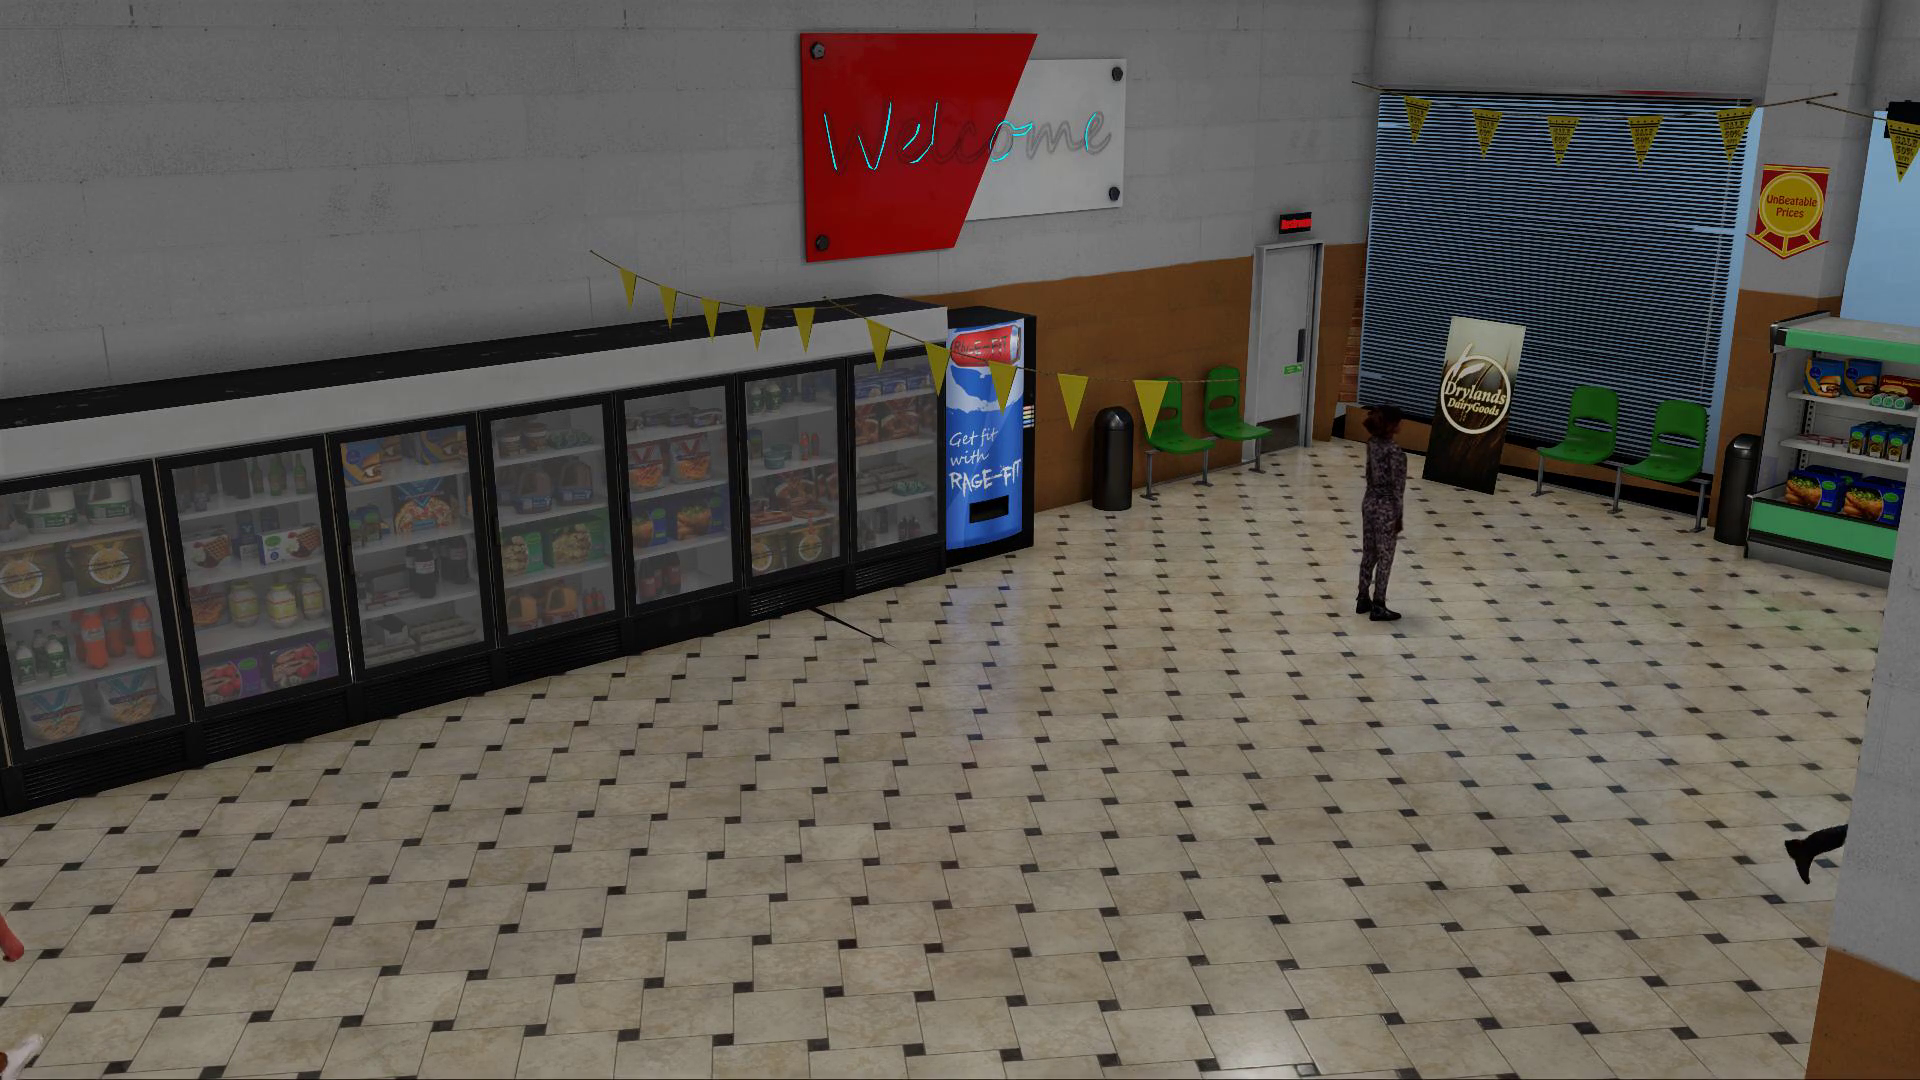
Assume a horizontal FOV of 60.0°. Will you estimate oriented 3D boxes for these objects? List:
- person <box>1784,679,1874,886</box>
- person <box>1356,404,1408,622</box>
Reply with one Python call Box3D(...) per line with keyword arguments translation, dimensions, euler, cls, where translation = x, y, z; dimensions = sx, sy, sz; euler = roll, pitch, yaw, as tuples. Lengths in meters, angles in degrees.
Box3D(translation=(4.650, 1.125, 8.473), dimensions=(0.989, 1.762, 0.769), euler=(13, 21, 37), cls="person")
Box3D(translation=(3.292, -0.225, 13.005), dimensions=(0.720, 1.713, 0.620), euler=(-5, 18, -16), cls="person")
